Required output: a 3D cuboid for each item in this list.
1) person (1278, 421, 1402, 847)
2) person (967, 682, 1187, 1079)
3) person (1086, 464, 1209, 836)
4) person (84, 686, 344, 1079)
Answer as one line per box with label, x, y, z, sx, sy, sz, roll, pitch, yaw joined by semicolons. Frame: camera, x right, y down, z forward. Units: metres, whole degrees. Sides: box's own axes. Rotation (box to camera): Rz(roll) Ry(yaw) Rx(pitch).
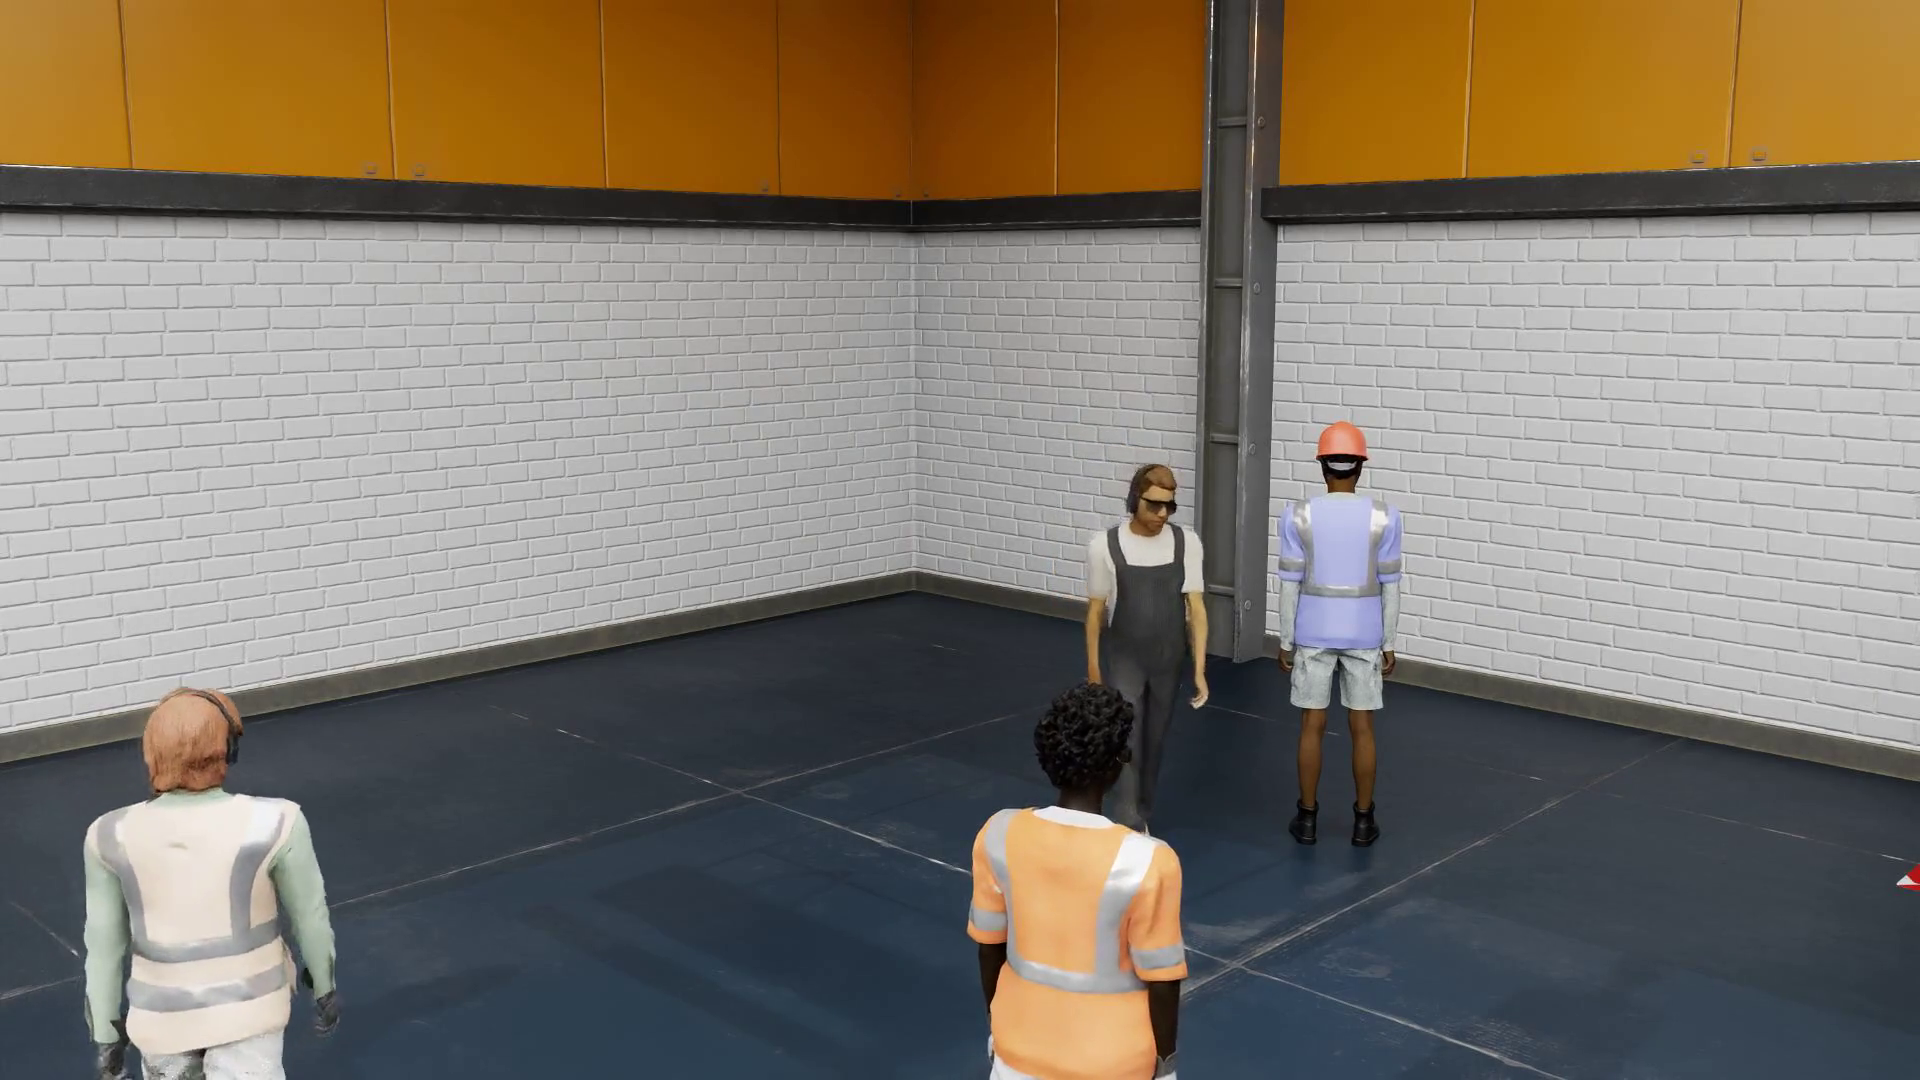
person;1.706;0.430;7.520;0.542;1.929;0.368;2;9;10
person;0.266;1.158;3.761;0.536;1.696;0.322;6;11;33
person;0.807;0.565;7.154;0.495;1.779;0.964;-1;9;-8
person;-1.794;1.147;4.073;0.527;1.613;0.706;-1;9;-5
